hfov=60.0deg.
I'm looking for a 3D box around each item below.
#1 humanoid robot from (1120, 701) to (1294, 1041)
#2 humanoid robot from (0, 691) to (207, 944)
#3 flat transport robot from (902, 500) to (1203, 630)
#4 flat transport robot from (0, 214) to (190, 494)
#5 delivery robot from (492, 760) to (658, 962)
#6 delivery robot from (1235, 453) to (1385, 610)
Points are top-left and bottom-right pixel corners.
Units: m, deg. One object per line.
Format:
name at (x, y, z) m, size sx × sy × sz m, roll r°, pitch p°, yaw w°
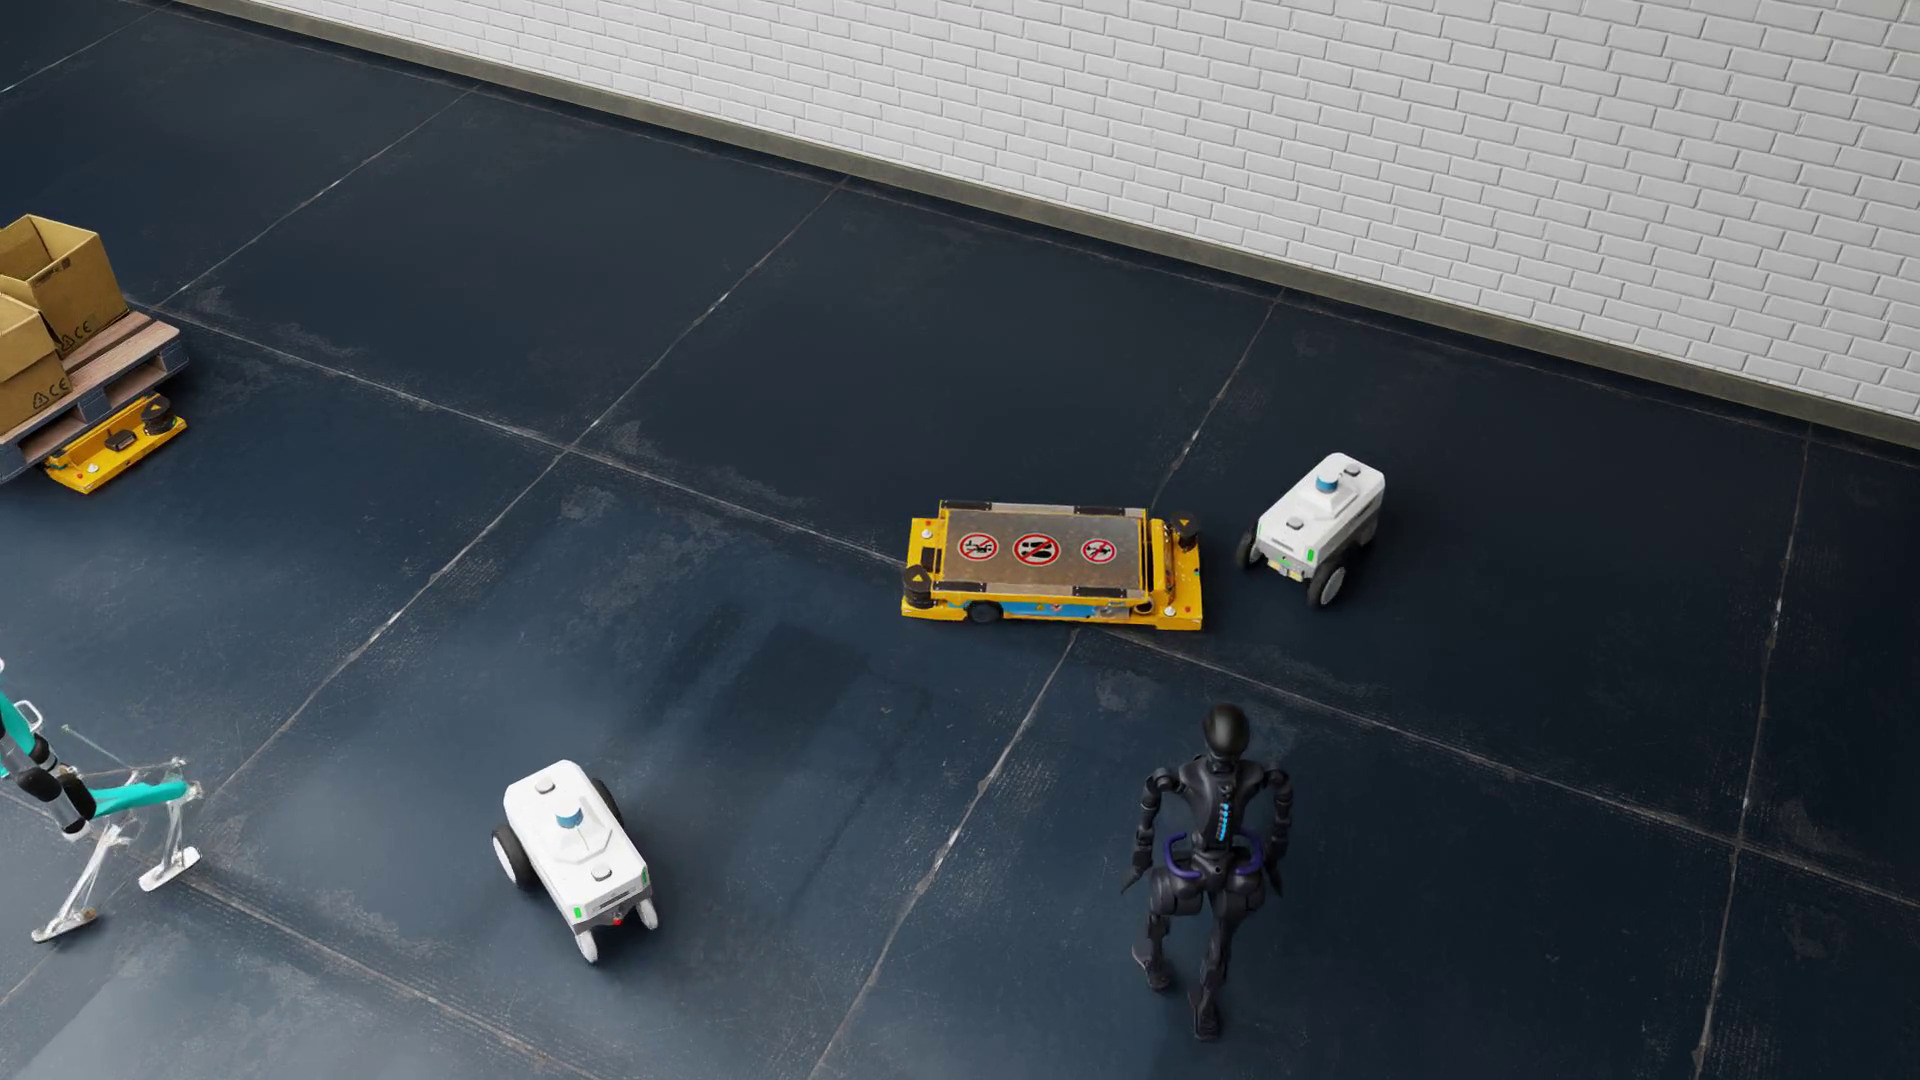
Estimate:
humanoid robot at (0.883, 1.167, 5.964) m, size 0.594 × 1.642 × 0.457 m, roll -3°, pitch 43°, yaw -3°
humanoid robot at (-3.307, 0.846, 6.256) m, size 0.530 × 1.753 × 0.916 m, roll 33°, pitch 52°, yaw 30°
flat transport robot at (0.453, 0.123, 8.122) m, size 1.431 × 0.231 × 0.659 m, roll 2°, pitch 43°, yaw 3°
flat transport robot at (-4.968, -0.717, 9.029) m, size 1.431 × 0.231 × 0.659 m, roll 22°, pitch 47°, yaw 22°
delivery robot at (-1.547, 1.251, 6.709) m, size 0.499 × 0.614 × 0.808 m, roll -25°, pitch 49°, yaw -25°
delivery robot at (1.747, -0.079, 8.136) m, size 0.499 × 0.602 × 0.795 m, roll 31°, pitch 51°, yaw 29°
